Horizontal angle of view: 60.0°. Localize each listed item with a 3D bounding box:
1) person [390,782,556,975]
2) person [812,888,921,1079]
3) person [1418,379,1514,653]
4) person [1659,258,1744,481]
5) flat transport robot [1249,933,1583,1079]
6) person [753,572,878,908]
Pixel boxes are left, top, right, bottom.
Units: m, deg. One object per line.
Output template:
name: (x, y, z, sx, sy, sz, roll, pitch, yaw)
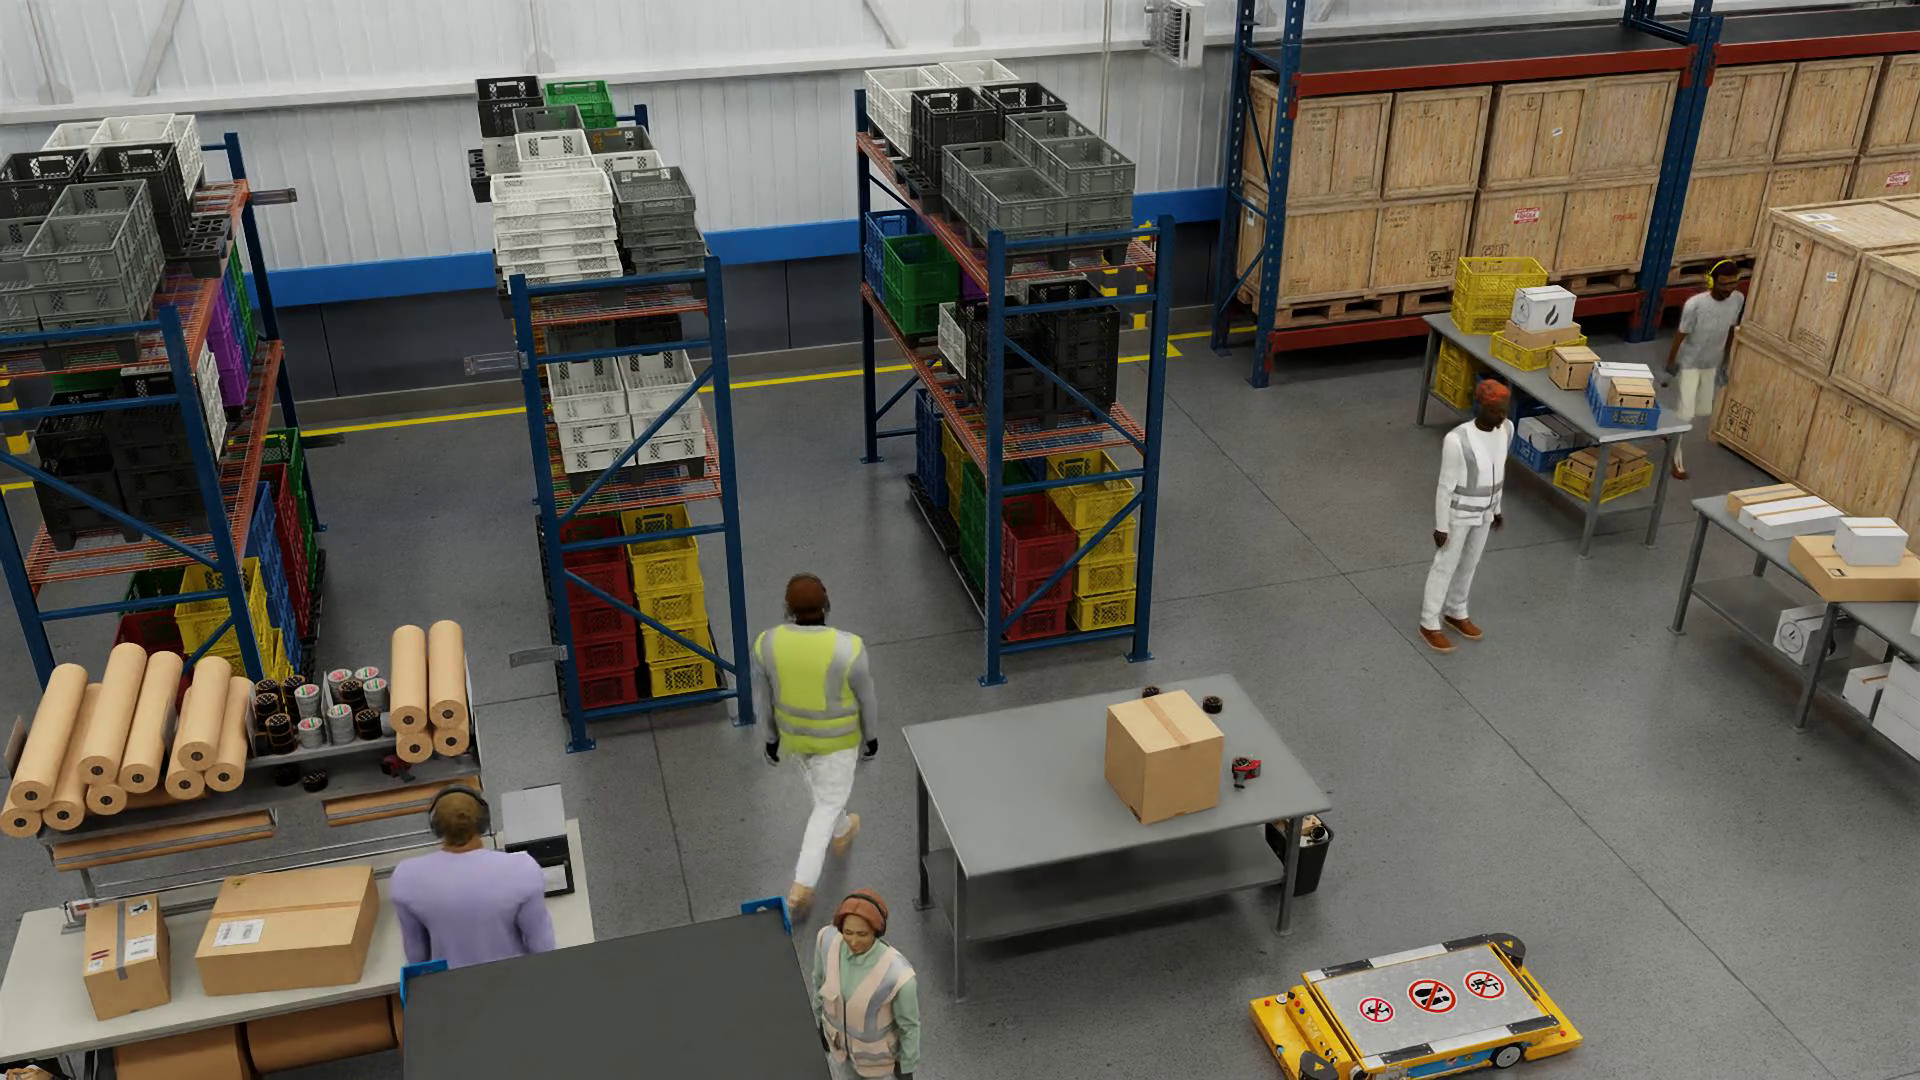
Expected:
person: (-2.012, 1.855, 7.053, 0.629, 1.930, 0.375, -1, 29, -2)
person: (-0.390, 2.105, 6.885, 0.522, 1.644, 0.305, 19, 34, 30)
person: (3.296, -0.167, 10.774, 0.584, 1.883, 0.337, -17, 33, -28)
person: (5.759, -1.395, 13.063, 0.547, 1.837, 0.613, -8, 30, -14)
flat transport robot: (2.184, 2.282, 7.980, 1.431, 0.197, 0.652, -8, 30, -14)
person: (-0.769, 1.037, 8.674, 0.627, 1.804, 0.900, 11, 31, 18)
